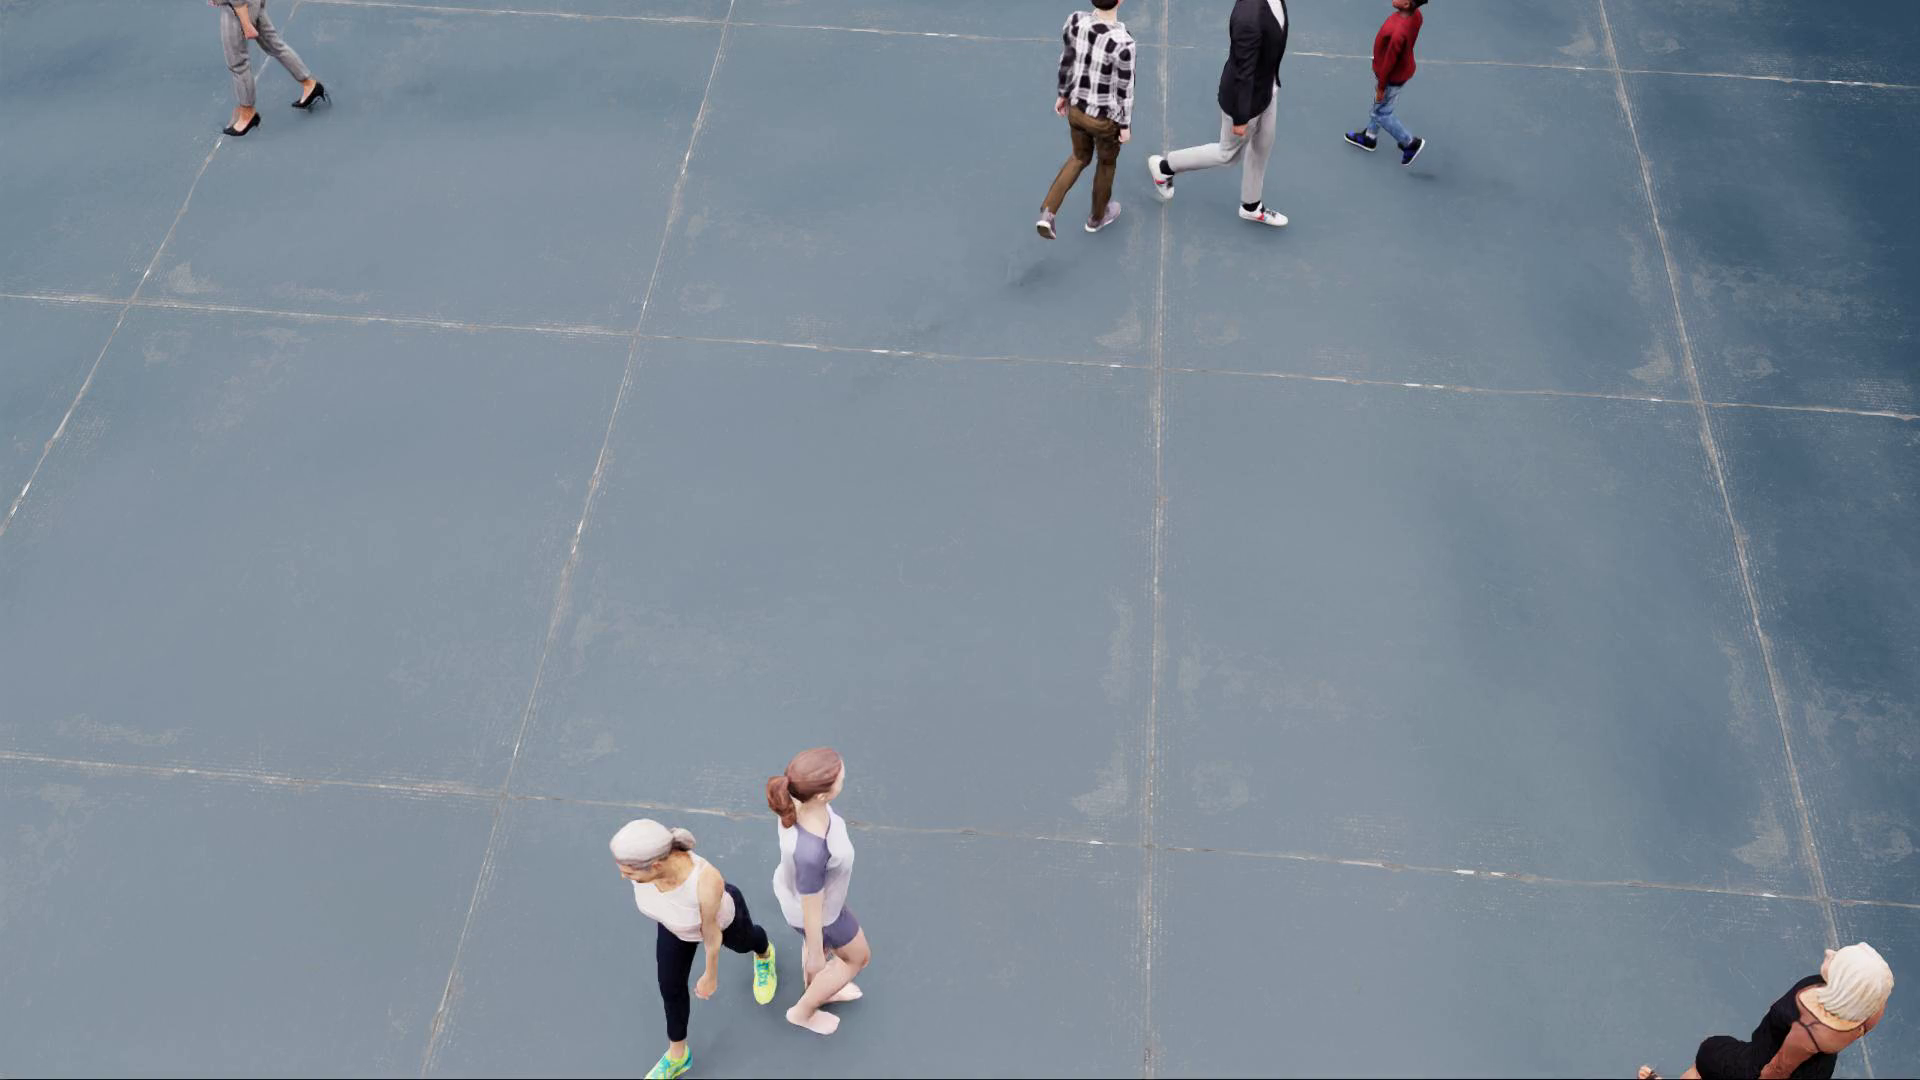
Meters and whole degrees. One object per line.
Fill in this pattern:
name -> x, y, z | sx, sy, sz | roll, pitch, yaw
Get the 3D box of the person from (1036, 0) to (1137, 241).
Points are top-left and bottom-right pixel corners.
person -> 0.714, -2.370, 9.338 | 0.991, 1.789, 1.000 | 35, 60, 24

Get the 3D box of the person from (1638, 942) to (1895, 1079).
person -> 3.047, 1.972, 6.021 | 1.065, 1.716, 0.979 | -20, 55, -15

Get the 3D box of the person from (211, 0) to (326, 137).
person -> -4.305, -3.258, 10.109 | 0.987, 1.657, 0.811 | -14, 54, -10

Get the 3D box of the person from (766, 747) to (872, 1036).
person -> -0.644, 1.393, 6.455 | 0.738, 1.740, 0.744 | -8, 53, -6

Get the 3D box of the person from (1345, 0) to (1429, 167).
person -> 2.667, -2.806, 10.021 | 0.824, 1.243, 0.686 | 23, 56, 17

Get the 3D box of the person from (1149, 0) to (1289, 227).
person -> 1.549, -2.596, 9.424 | 1.207, 1.930, 0.942 | 18, 54, 13

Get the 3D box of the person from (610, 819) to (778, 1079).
person -> -0.953, 1.428, 6.479 | 1.041, 1.659, 0.830 | 12, 53, 9
